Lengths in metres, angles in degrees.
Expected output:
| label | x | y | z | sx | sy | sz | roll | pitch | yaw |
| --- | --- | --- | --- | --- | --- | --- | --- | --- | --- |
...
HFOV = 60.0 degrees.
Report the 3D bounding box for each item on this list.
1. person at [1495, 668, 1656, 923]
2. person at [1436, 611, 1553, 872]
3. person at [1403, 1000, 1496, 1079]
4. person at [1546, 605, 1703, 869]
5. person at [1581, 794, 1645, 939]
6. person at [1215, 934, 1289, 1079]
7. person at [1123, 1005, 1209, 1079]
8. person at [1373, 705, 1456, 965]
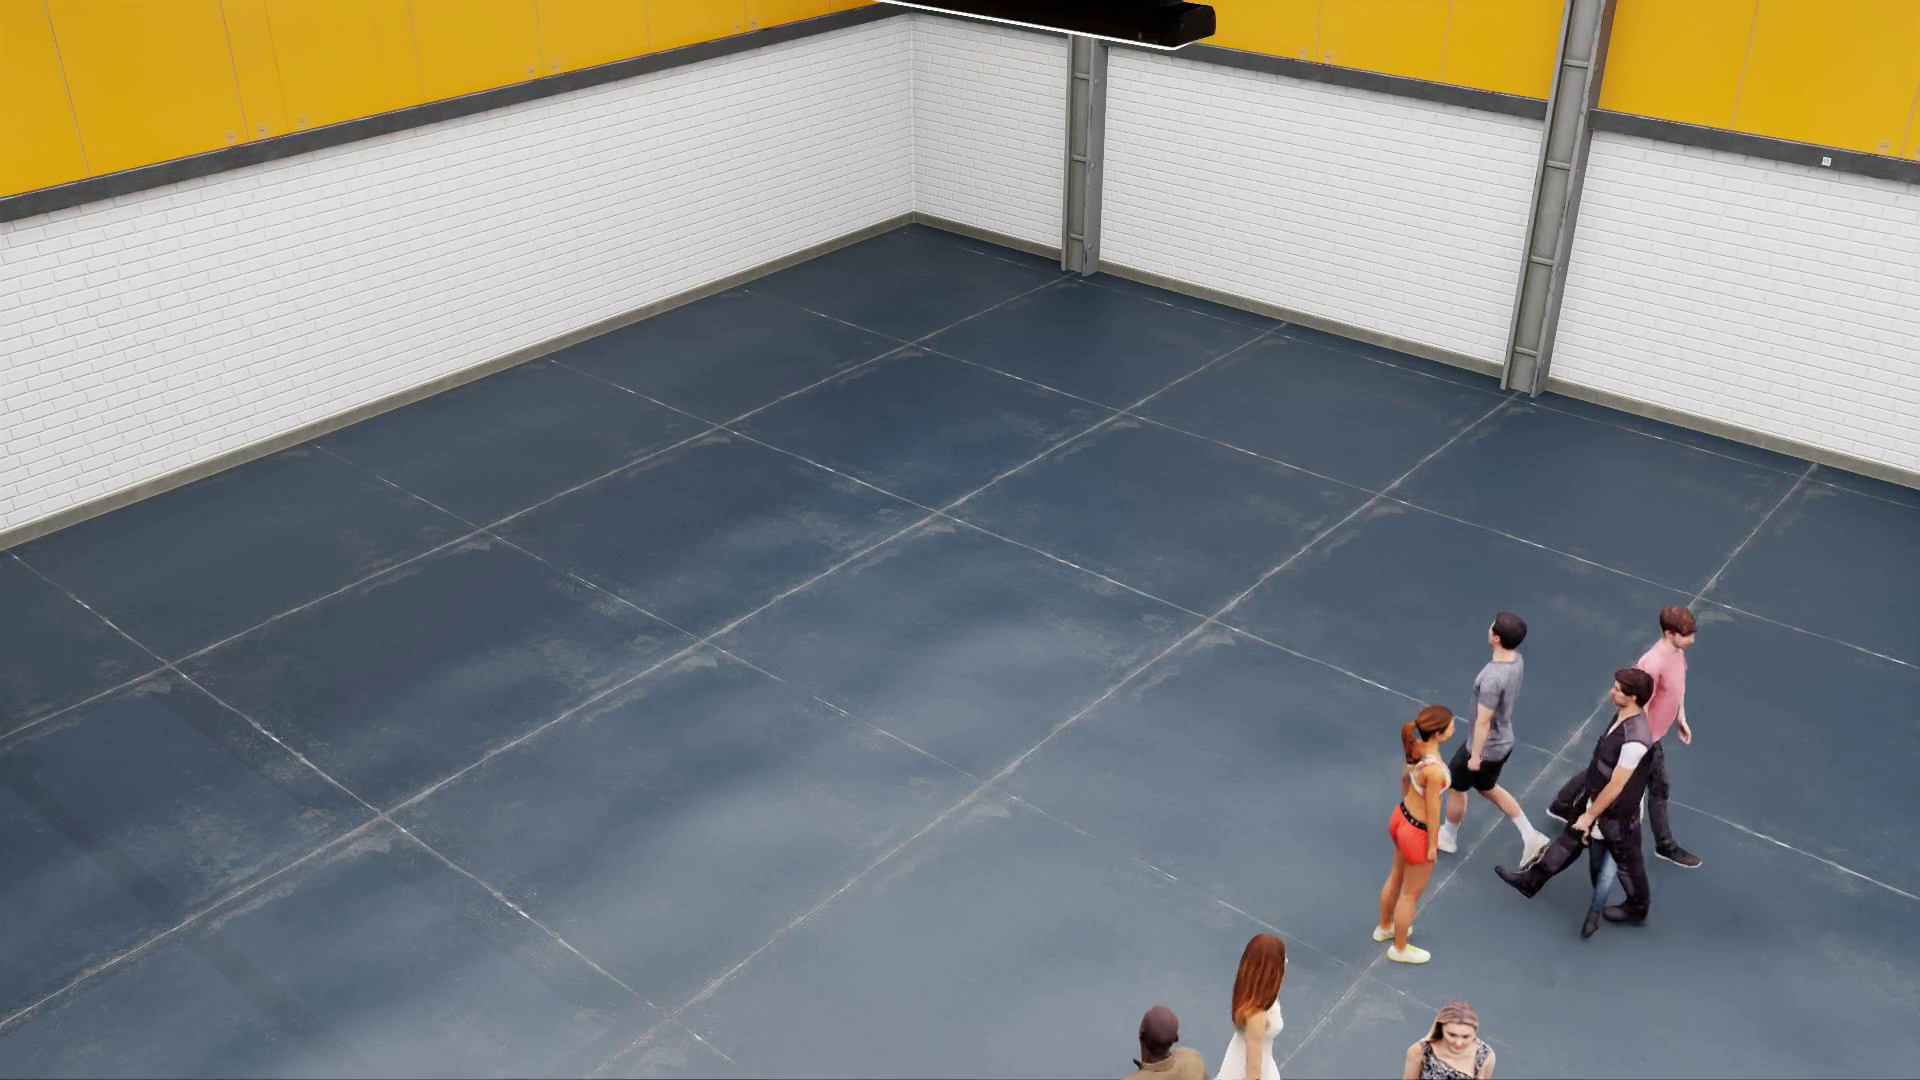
| label | x | y | z | sx | sy | sz | roll | pitch | yaw |
| --- | --- | --- | --- | --- | --- | --- | --- | --- | --- |
| person | 4.122 | 1.634 | 10.254 | 1.260 | 1.804 | 1.088 | 2 | 29 | 4 |
| person | 3.513 | 1.344 | 10.751 | 1.077 | 1.838 | 0.679 | 19 | 34 | 31 |
| person | 2.321 | 2.874 | 8.088 | 0.608 | 1.703 | 0.705 | 3 | 29 | 5 |
| person | 4.373 | 1.223 | 10.904 | 1.278 | 1.904 | 0.759 | 16 | 33 | 27 |
| person | 4.024 | 1.884 | 10.342 | 0.933 | 1.281 | 0.719 | 13 | 31 | 23 |
| person | 1.355 | 2.704 | 8.426 | 1.194 | 1.676 | 0.938 | 8 | 30 | 14 |
| person | 0.962 | 3.006 | 7.755 | 1.086 | 1.789 | 0.813 | 24 | 37 | 36 |
| person | 2.734 | 1.759 | 10.041 | 0.737 | 1.790 | 0.668 | -4 | 29 | -7 |
